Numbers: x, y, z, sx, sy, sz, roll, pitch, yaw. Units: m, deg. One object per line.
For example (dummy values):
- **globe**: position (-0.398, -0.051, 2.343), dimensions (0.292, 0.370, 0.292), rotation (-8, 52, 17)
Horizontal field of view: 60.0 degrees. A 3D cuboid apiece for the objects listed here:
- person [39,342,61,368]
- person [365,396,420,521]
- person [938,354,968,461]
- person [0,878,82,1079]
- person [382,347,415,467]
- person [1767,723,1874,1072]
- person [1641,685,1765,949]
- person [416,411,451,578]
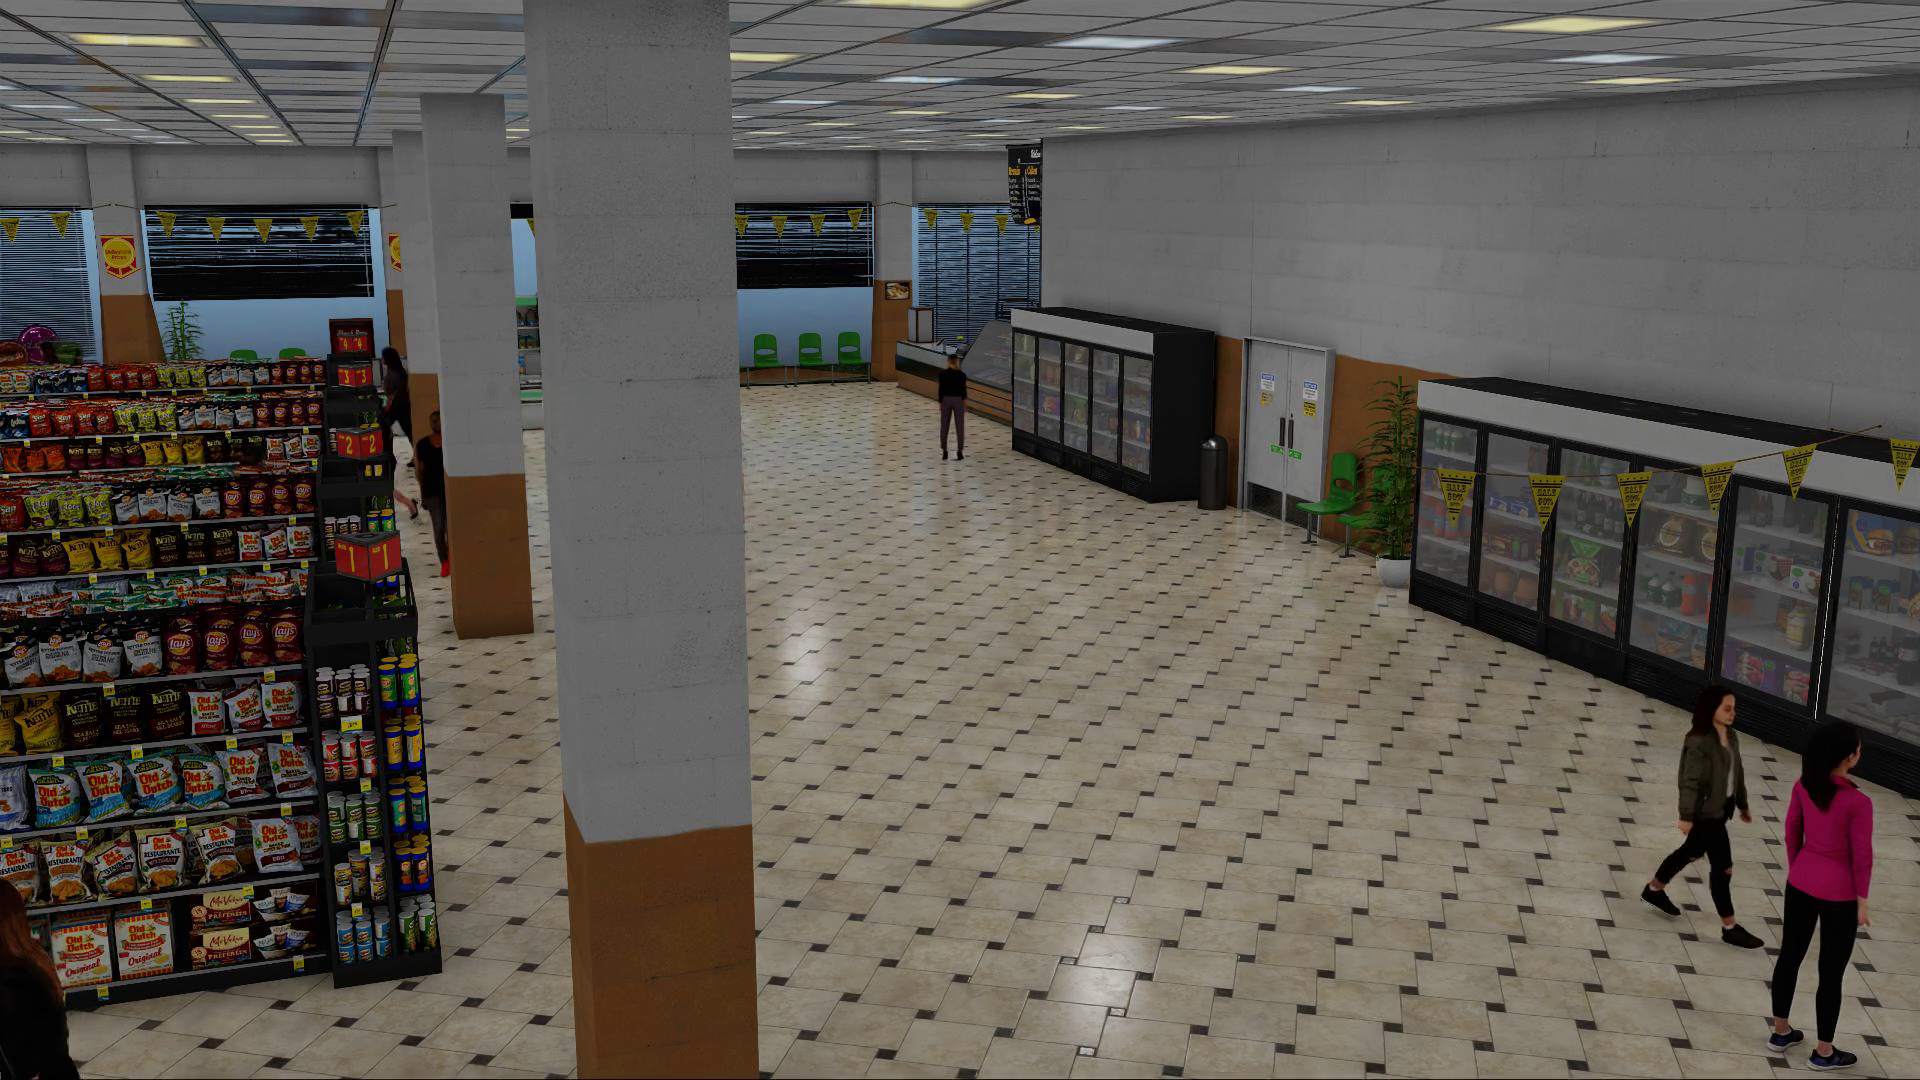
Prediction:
- **person**: position (-15.493, -2.577, 28.501), dimensions (1.019, 1.623, 0.789), rotation (-1, 12, -3)
- **person**: position (-7.153, -0.957, 20.728), dimensions (1.033, 1.656, 0.842), rotation (-8, 14, -32)
- **person**: position (-0.119, -2.082, 26.044), dimensions (0.604, 1.667, 0.736), rotation (1, 12, 5)
- **person**: position (-3.424, 2.065, 6.277), dimensions (0.740, 1.698, 0.664), rotation (-9, 15, -37)
- **person**: position (-8.459, -2.016, 25.392), dimensions (0.876, 1.807, 0.715), rotation (-7, 14, -30)
- **person**: position (4.151, 1.697, 8.021), dimensions (0.581, 1.699, 0.595), rotation (-6, 13, -25)
- **person**: position (4.187, 1.526, 9.448), dimensions (1.001, 1.445, 0.876), rotation (-10, 15, -39)
- **person**: position (-5.715, -0.526, 18.373), dimensions (1.016, 1.784, 0.731), rotation (-4, 12, -18)
